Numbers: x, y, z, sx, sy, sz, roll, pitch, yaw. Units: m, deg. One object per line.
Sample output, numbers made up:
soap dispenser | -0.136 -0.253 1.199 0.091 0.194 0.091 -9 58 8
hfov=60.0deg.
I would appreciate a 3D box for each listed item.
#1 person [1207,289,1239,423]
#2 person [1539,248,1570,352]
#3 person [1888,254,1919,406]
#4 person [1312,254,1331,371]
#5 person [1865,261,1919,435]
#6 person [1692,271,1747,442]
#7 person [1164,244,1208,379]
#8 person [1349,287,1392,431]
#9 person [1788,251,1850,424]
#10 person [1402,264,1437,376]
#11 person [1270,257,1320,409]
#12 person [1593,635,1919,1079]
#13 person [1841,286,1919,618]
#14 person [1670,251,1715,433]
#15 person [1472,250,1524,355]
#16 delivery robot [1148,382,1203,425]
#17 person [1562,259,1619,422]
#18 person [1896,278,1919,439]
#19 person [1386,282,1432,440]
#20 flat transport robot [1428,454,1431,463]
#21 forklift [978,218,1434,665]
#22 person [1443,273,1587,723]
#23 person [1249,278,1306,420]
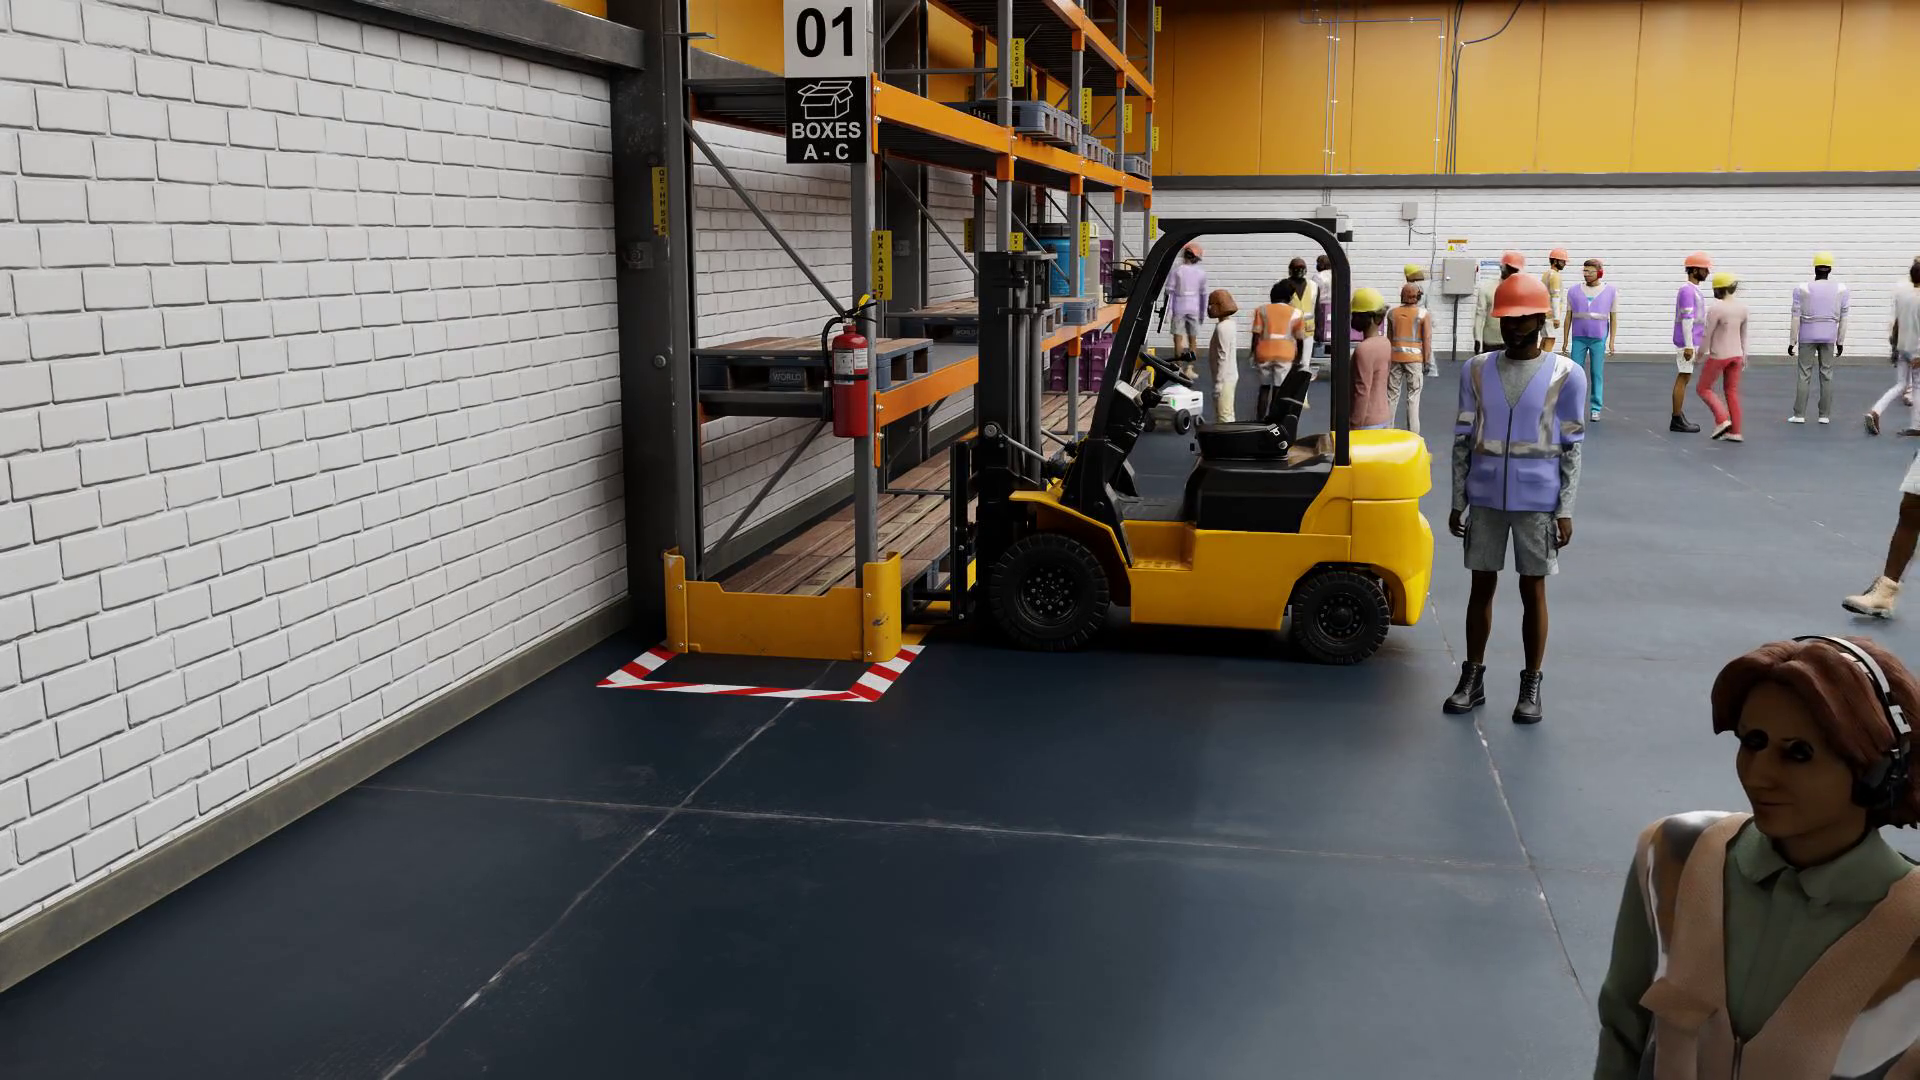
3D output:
person | 2.297 -1.375 14.604 0.283 1.631 0.503 3 11 17
person | 8.589 -3.254 24.093 0.374 1.930 0.542 0 10 3
person | 11.945 -2.632 20.793 0.653 1.889 0.691 1 10 8
person | 5.677 -3.569 26.158 0.524 1.841 0.639 9 14 42
person | 9.859 -1.962 17.226 0.738 1.851 0.548 -2 11 -12
person | 7.767 -1.860 16.946 0.539 1.747 0.399 -5 11 -23
person | 3.302 -3.327 24.343 0.685 1.989 0.484 -2 11 -12
person | 2.638 -0.754 10.836 0.311 1.769 0.522 6 12 29
person | 9.590 -2.254 18.617 0.590 1.927 0.367 2 11 13
person | 6.865 -3.312 25.108 0.509 1.670 0.889 -10 14 -44
person | 4.071 -2.500 20.197 0.633 1.841 0.429 -1 10 -6
person | 0.996 0.913 2.039 0.306 1.640 0.521 -7 12 -33
person | 5.295 -0.522 8.927 0.995 1.984 0.613 -2 10 -8
person | 7.864 -2.130 17.902 0.355 1.940 0.542 5 11 25
person | 6.067 -2.276 18.669 0.617 1.955 0.801 3 11 13
delivery robot | 2.320 -1.477 17.862 0.477 0.478 0.707 7 12 34
person | 7.166 -2.271 18.934 0.570 1.841 0.372 6 12 30
person | 10.015 -1.966 17.304 0.404 1.827 0.600 9 13 40
person | 4.585 -1.820 17.060 0.512 1.630 0.318 9 14 42
flat transport robot | 3.616 -0.737 14.839 0.652 0.197 1.431 8 13 37
forklift | 1.285 -0.567 8.635 2.313 2.155 1.214 2 11 11
person | 2.387 -0.177 7.200 0.549 1.937 0.358 6 12 31
person | 3.292 -1.870 17.233 0.557 1.651 0.561 3 11 16
